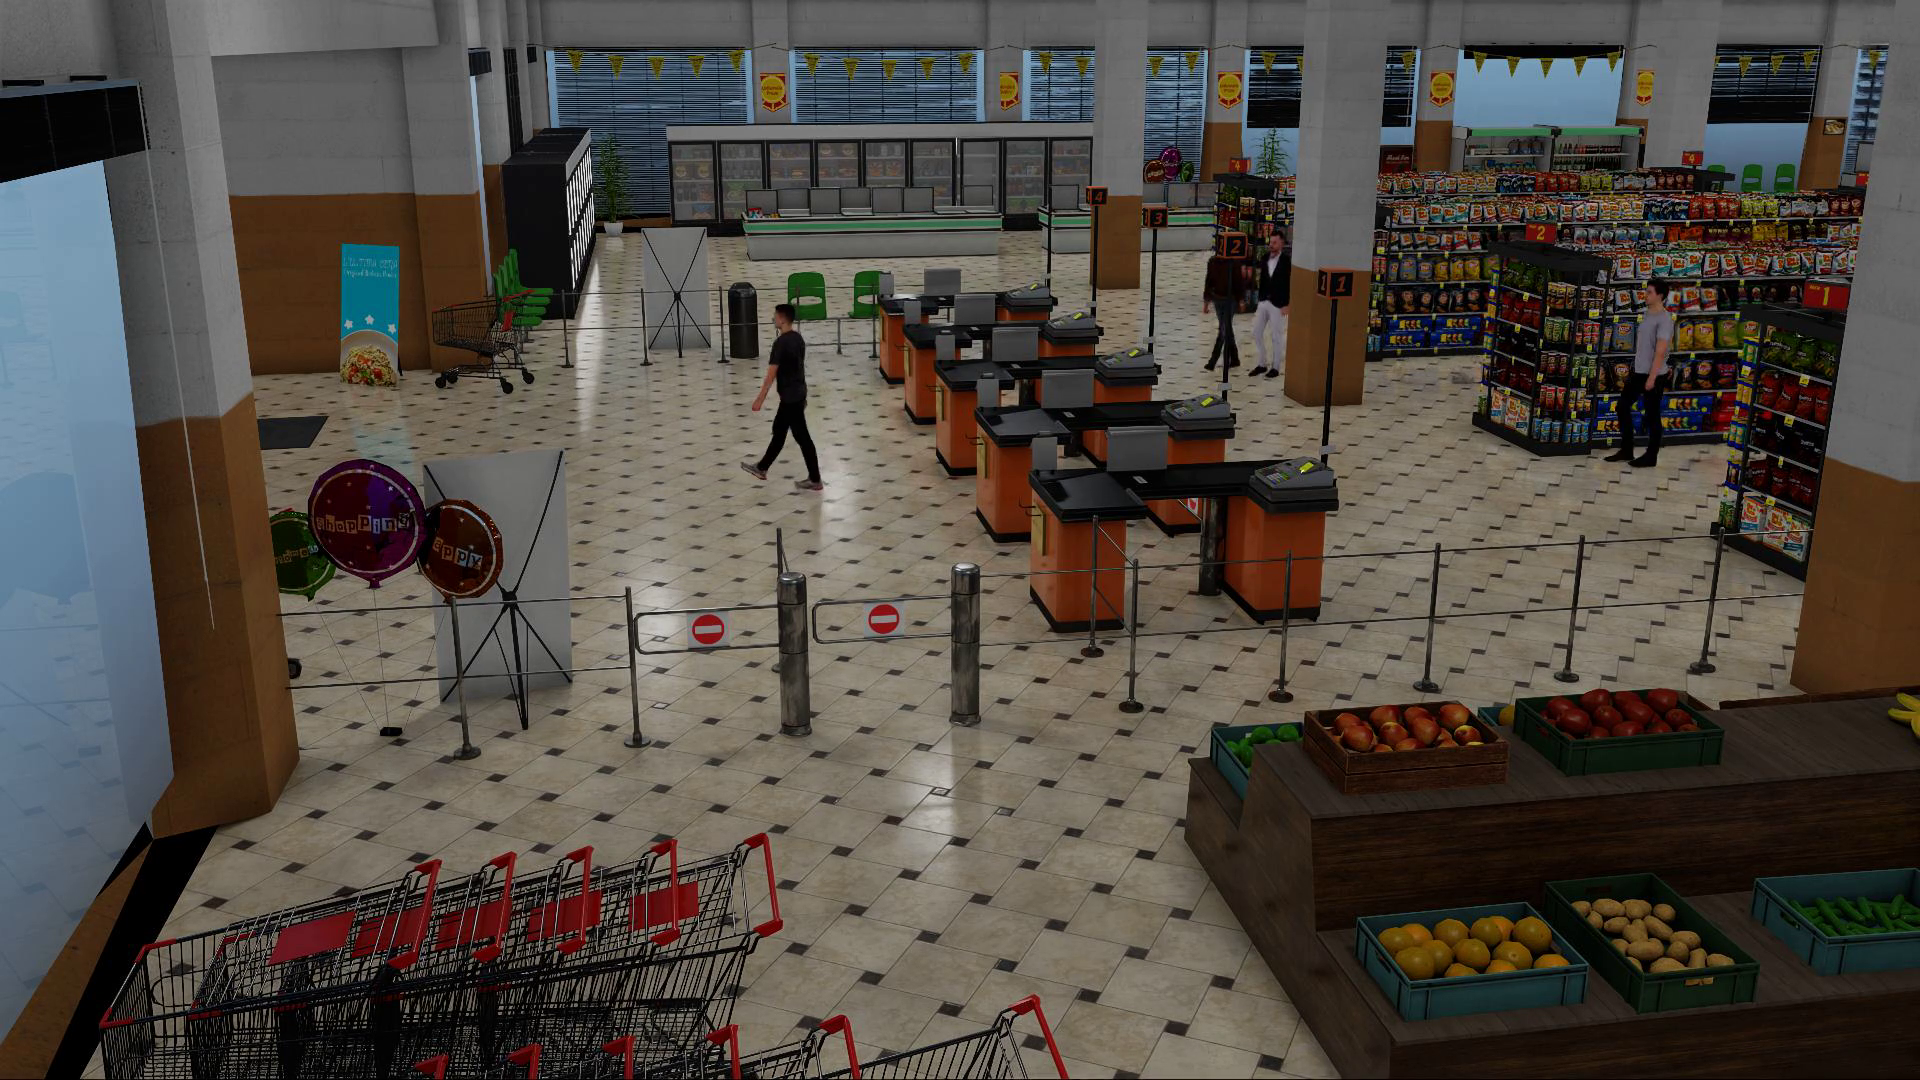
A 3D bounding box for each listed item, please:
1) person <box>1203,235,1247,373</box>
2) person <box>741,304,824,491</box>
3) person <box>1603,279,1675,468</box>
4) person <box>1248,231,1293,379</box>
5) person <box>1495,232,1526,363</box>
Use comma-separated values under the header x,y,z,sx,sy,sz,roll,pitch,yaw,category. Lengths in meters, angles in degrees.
x,y,z,sx,sy,sz,roll,pitch,yaw,category
3.410,-2.991,21.054,1.035,1.721,1.151,14,22,38,person
-1.482,-1.287,15.438,1.186,1.724,0.927,4,17,12,person
6.848,-1.619,16.315,0.733,1.851,0.720,-2,17,-6,person
3.959,-2.923,20.648,0.860,1.828,0.828,-16,23,-42,person
6.746,-2.872,20.494,0.690,1.819,0.703,-3,17,-10,person
